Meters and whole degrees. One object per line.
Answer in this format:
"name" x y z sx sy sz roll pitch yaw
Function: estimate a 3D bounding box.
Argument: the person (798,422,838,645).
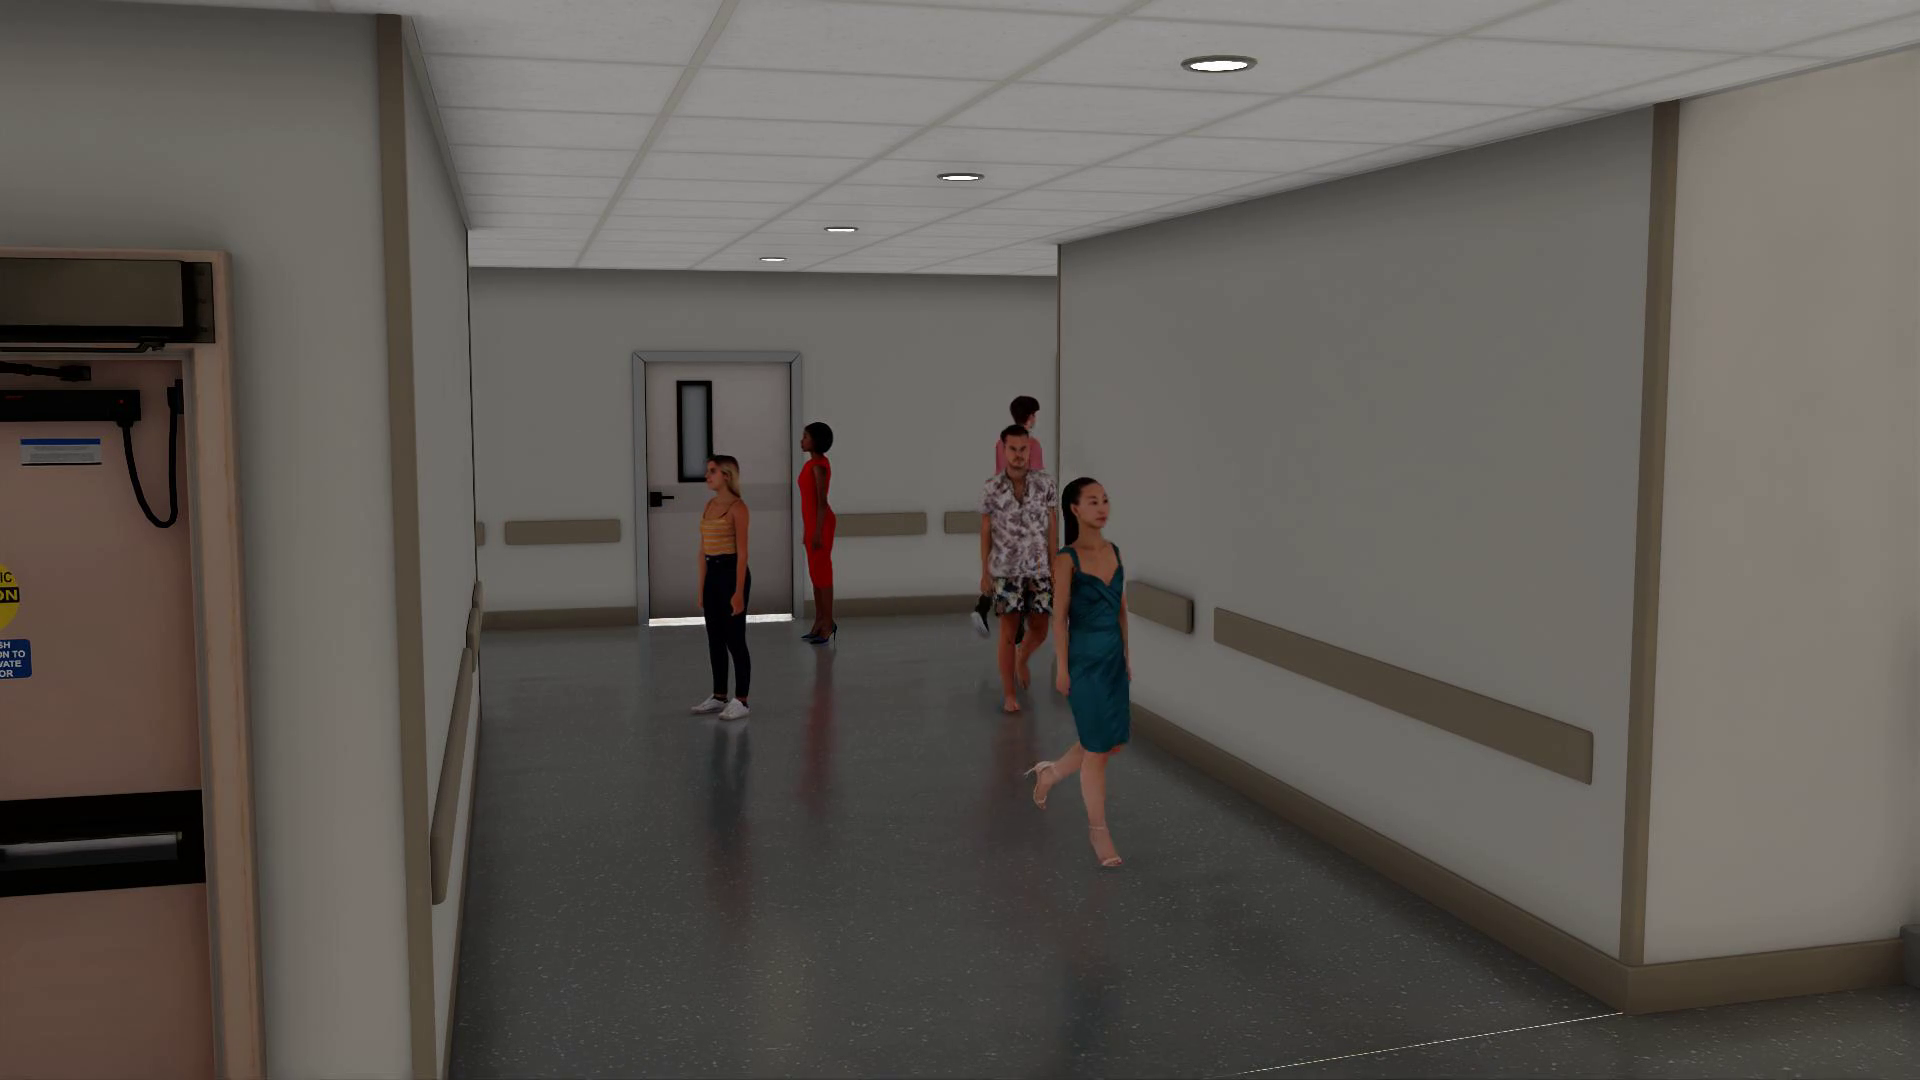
"person" -1.120 -0.063 13.184 0.499 1.743 0.560 -2 6 -16

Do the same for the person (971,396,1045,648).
"person" 0.377 -0.121 12.772 0.980 1.939 0.847 -5 8 -41

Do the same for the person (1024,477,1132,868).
"person" 0.534 0.572 7.254 0.886 1.666 0.833 -5 7 -39

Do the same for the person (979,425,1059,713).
"person" 0.364 0.170 10.618 0.833 1.791 0.776 -1 6 -7

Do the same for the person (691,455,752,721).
"person" -1.447 0.284 10.302 0.666 1.628 0.650 -6 8 -44
